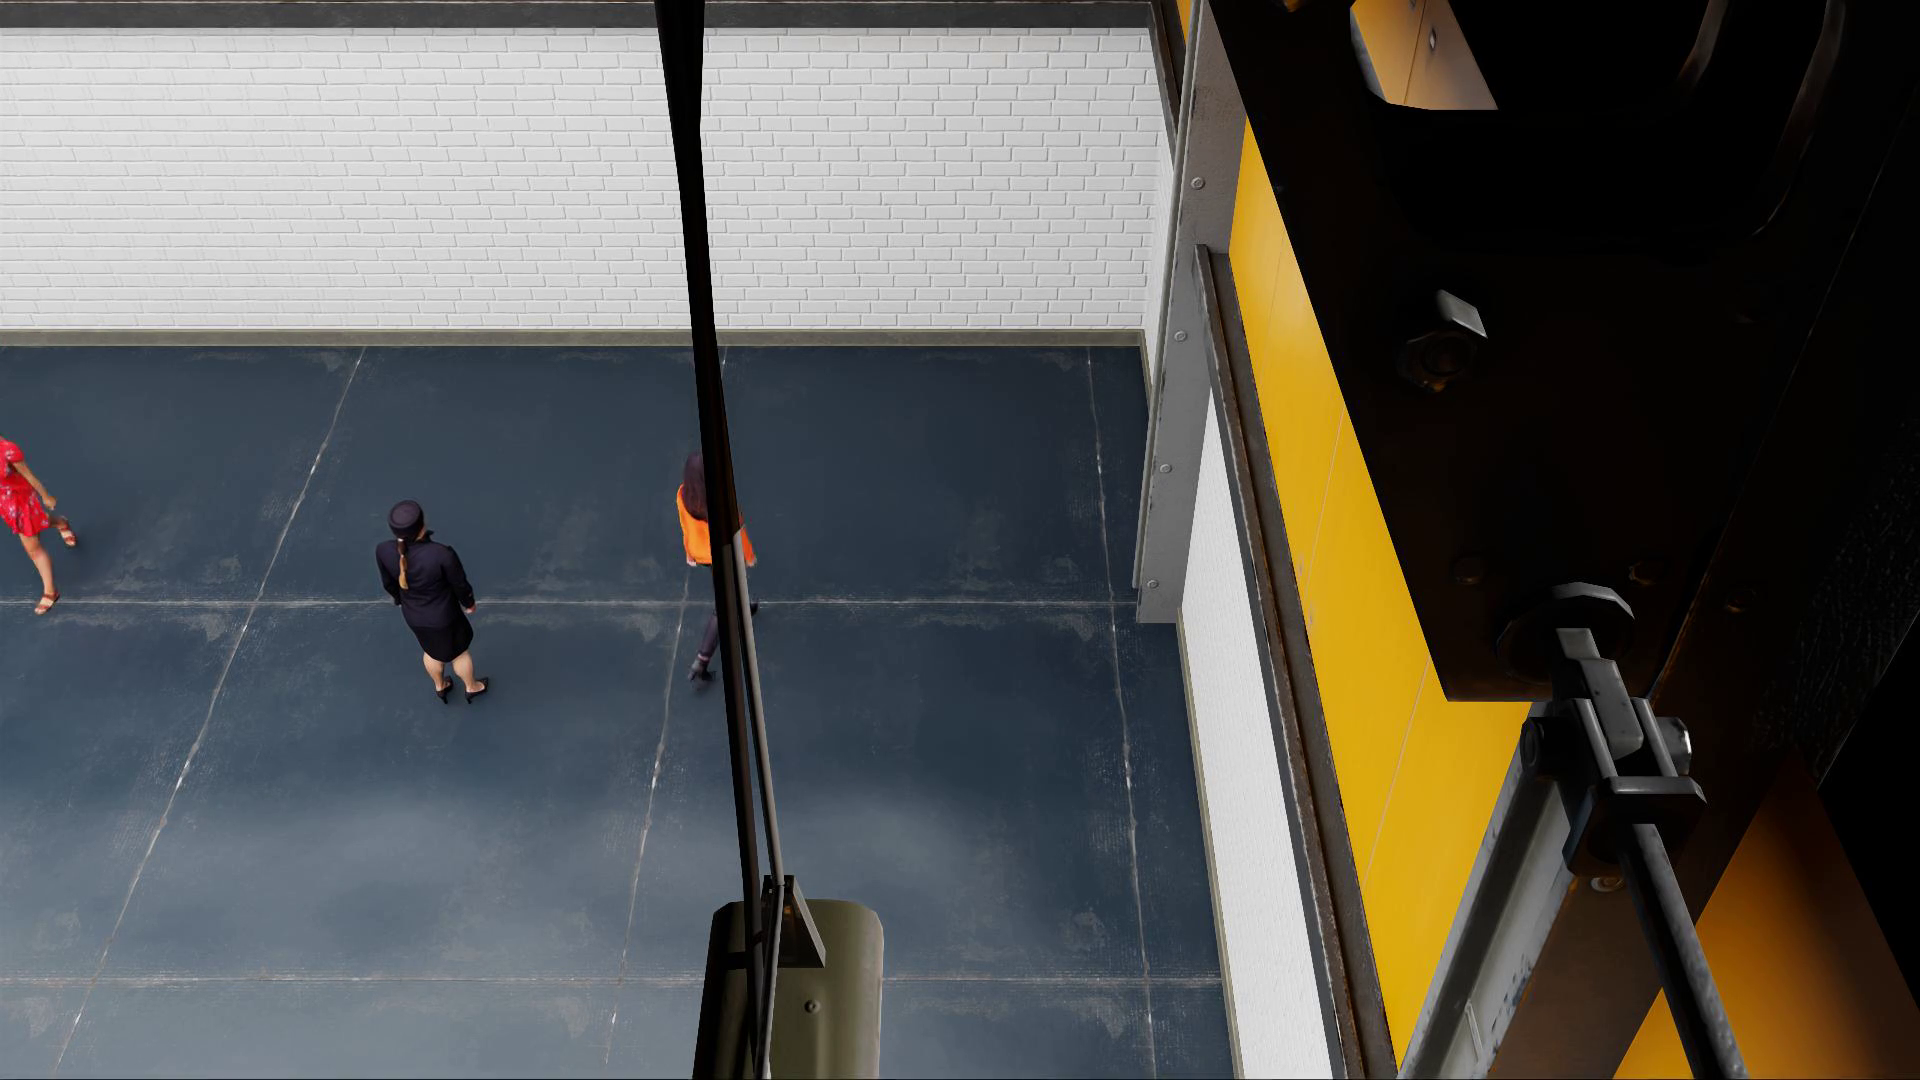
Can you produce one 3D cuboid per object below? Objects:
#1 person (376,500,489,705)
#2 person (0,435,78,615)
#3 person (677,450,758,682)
[{"bbox_3d":[-3.314,0.427,10.454,0.701,1.671,0.633,3,44,3],"label":"person"},{"bbox_3d":[-6.385,-0.329,11.331,0.599,1.556,1.054,-1,44,-1],"label":"person"},{"bbox_3d":[-1.590,0.178,10.687,1.012,1.709,1.194,25,49,24],"label":"person"}]
